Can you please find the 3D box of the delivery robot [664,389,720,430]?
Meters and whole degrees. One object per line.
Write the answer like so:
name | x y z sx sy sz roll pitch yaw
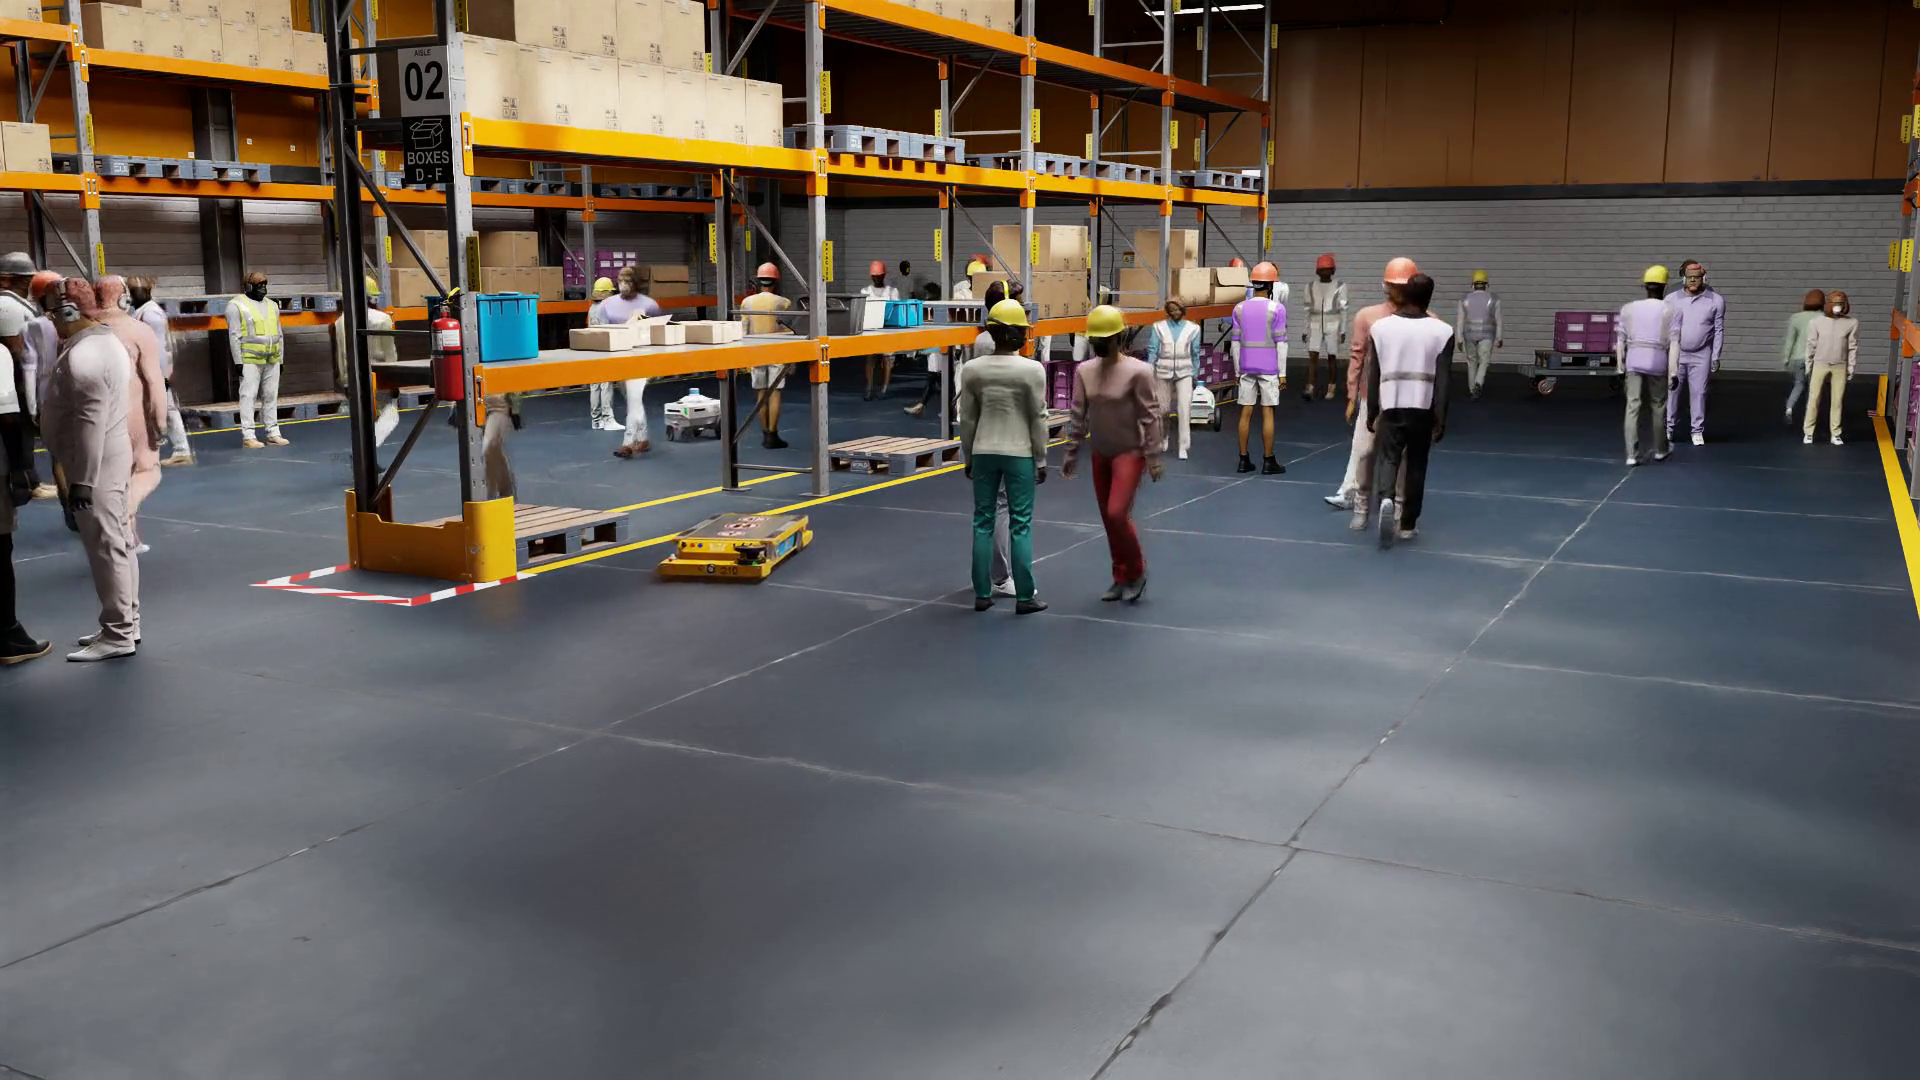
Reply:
delivery robot | -2.867 -1.393 17.967 0.477 0.478 0.707 6 11 30

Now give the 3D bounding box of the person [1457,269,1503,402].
person | 7.109 -2.801 22.795 0.591 1.801 0.841 6 11 30

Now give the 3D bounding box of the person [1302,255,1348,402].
person | 4.966 -2.879 22.696 0.657 1.988 1.050 5 11 25

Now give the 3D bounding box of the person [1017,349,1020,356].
person | 1.166 -3.728 27.657 0.621 1.974 0.445 4 11 24

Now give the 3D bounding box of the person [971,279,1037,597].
person | 0.244 -0.596 9.820 0.312 1.869 0.537 -4 11 -21

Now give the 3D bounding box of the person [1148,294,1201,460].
person | 2.133 -1.637 16.557 0.523 1.615 0.691 2 10 11

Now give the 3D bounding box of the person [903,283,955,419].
person | -0.373 -2.288 20.227 0.854 1.650 0.544 -6 11 -30

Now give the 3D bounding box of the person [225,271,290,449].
person | -7.299 -1.872 17.329 0.428 1.837 0.625 6 11 29

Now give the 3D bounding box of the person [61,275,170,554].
person | -5.543 -0.788 10.901 0.674 1.885 0.605 1 10 5

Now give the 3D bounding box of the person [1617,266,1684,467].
person | 6.620 -1.661 15.921 0.612 1.884 0.925 7 12 37

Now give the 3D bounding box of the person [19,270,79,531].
person | -6.452 -0.992 12.047 0.560 1.912 0.782 -7 12 -35

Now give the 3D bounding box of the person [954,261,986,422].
person | 0.179 -2.340 19.757 0.591 1.923 0.381 -8 13 -40

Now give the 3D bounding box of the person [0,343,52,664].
person | -4.872 -0.358 8.172 0.608 1.962 0.374 1 10 5

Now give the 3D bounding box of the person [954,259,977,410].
person | 0.165 -2.622 21.348 0.627 1.940 0.372 -7 12 -34

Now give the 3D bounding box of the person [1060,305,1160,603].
person | 0.886 -0.481 9.545 0.559 1.723 0.504 9 14 44

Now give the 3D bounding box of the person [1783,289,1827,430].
person | 9.656 -2.041 18.912 0.397 1.620 0.521 -9 13 -43

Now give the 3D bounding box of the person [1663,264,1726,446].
person | 7.676 -1.944 17.519 0.649 1.907 0.409 4 11 24

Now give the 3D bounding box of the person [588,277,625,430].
person | -4.073 -2.135 19.091 0.312 1.744 0.487 -9 13 -41

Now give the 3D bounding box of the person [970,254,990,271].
person | 0.294 -2.904 22.801 0.921 1.994 0.615 -10 14 -44

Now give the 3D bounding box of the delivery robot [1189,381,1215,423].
delivery robot | 2.733 -1.579 19.044 0.477 0.478 0.707 1 10 7

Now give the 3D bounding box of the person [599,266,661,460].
person | -3.271 -1.756 16.492 0.630 1.889 1.028 3 10 15

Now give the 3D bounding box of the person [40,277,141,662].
person | -4.349 -0.350 8.312 0.407 1.902 0.639 -3 10 -17

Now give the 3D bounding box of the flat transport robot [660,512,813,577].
flat transport robot | -1.438 0.014 10.912 0.652 0.197 1.431 1 10 8

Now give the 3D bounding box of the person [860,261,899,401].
person | -1.104 -2.829 22.657 0.548 1.907 0.843 1 10 3

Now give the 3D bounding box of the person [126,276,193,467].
person | -7.703 -1.551 15.547 0.927 1.796 0.659 -6 11 -30

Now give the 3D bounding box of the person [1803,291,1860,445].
person | 9.197 -1.811 17.572 0.502 1.628 0.284 3 10 19

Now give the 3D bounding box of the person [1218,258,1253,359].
person | 4.316 -3.447 26.125 0.543 1.939 0.360 4 11 21

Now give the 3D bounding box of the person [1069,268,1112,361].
person | 1.795 -2.837 22.914 0.621 1.835 0.430 -1 10 -4

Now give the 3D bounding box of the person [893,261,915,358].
person | -1.057 -4.460 32.192 0.513 1.872 0.328 5 11 28

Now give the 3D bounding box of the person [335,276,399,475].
person | -5.320 -1.450 14.917 0.605 1.814 0.501 4 10 20

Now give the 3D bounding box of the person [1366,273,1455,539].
person | 3.126 -0.915 11.623 0.596 1.889 0.740 4 10 20

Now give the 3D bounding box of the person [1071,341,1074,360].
person | 1.633 -2.907 23.500 0.314 1.769 0.525 0 10 -2

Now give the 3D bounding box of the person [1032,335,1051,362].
person | 1.293 -3.460 26.501 0.587 1.835 0.404 9 13 42

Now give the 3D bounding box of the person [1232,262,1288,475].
person | 2.755 -1.565 15.234 0.542 1.938 0.357 7 12 37

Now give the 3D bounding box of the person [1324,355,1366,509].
person | 3.271 -1.020 13.083 0.863 1.582 0.517 -7 12 -37

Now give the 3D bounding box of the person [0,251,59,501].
person | -7.664 -1.349 13.685 0.536 2.000 0.688 -5 11 -29

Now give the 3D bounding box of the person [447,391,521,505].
person | -3.639 -0.948 12.624 0.515 1.606 0.782 6 11 29

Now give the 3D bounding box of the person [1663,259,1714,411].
person | 9.250 -2.598 21.208 0.635 1.938 0.354 0 10 1

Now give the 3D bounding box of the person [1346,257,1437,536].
person | 3.105 -1.027 11.964 0.637 1.991 0.403 2 10 11

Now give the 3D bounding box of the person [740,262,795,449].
person | -1.989 -1.903 17.246 0.556 1.920 0.454 1 10 4

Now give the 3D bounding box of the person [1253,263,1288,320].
person | 4.923 -3.462 26.472 0.574 1.857 0.843 1 10 4

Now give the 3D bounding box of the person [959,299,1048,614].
person | 0.252 -0.463 9.360 0.526 1.765 0.329 5 11 25
